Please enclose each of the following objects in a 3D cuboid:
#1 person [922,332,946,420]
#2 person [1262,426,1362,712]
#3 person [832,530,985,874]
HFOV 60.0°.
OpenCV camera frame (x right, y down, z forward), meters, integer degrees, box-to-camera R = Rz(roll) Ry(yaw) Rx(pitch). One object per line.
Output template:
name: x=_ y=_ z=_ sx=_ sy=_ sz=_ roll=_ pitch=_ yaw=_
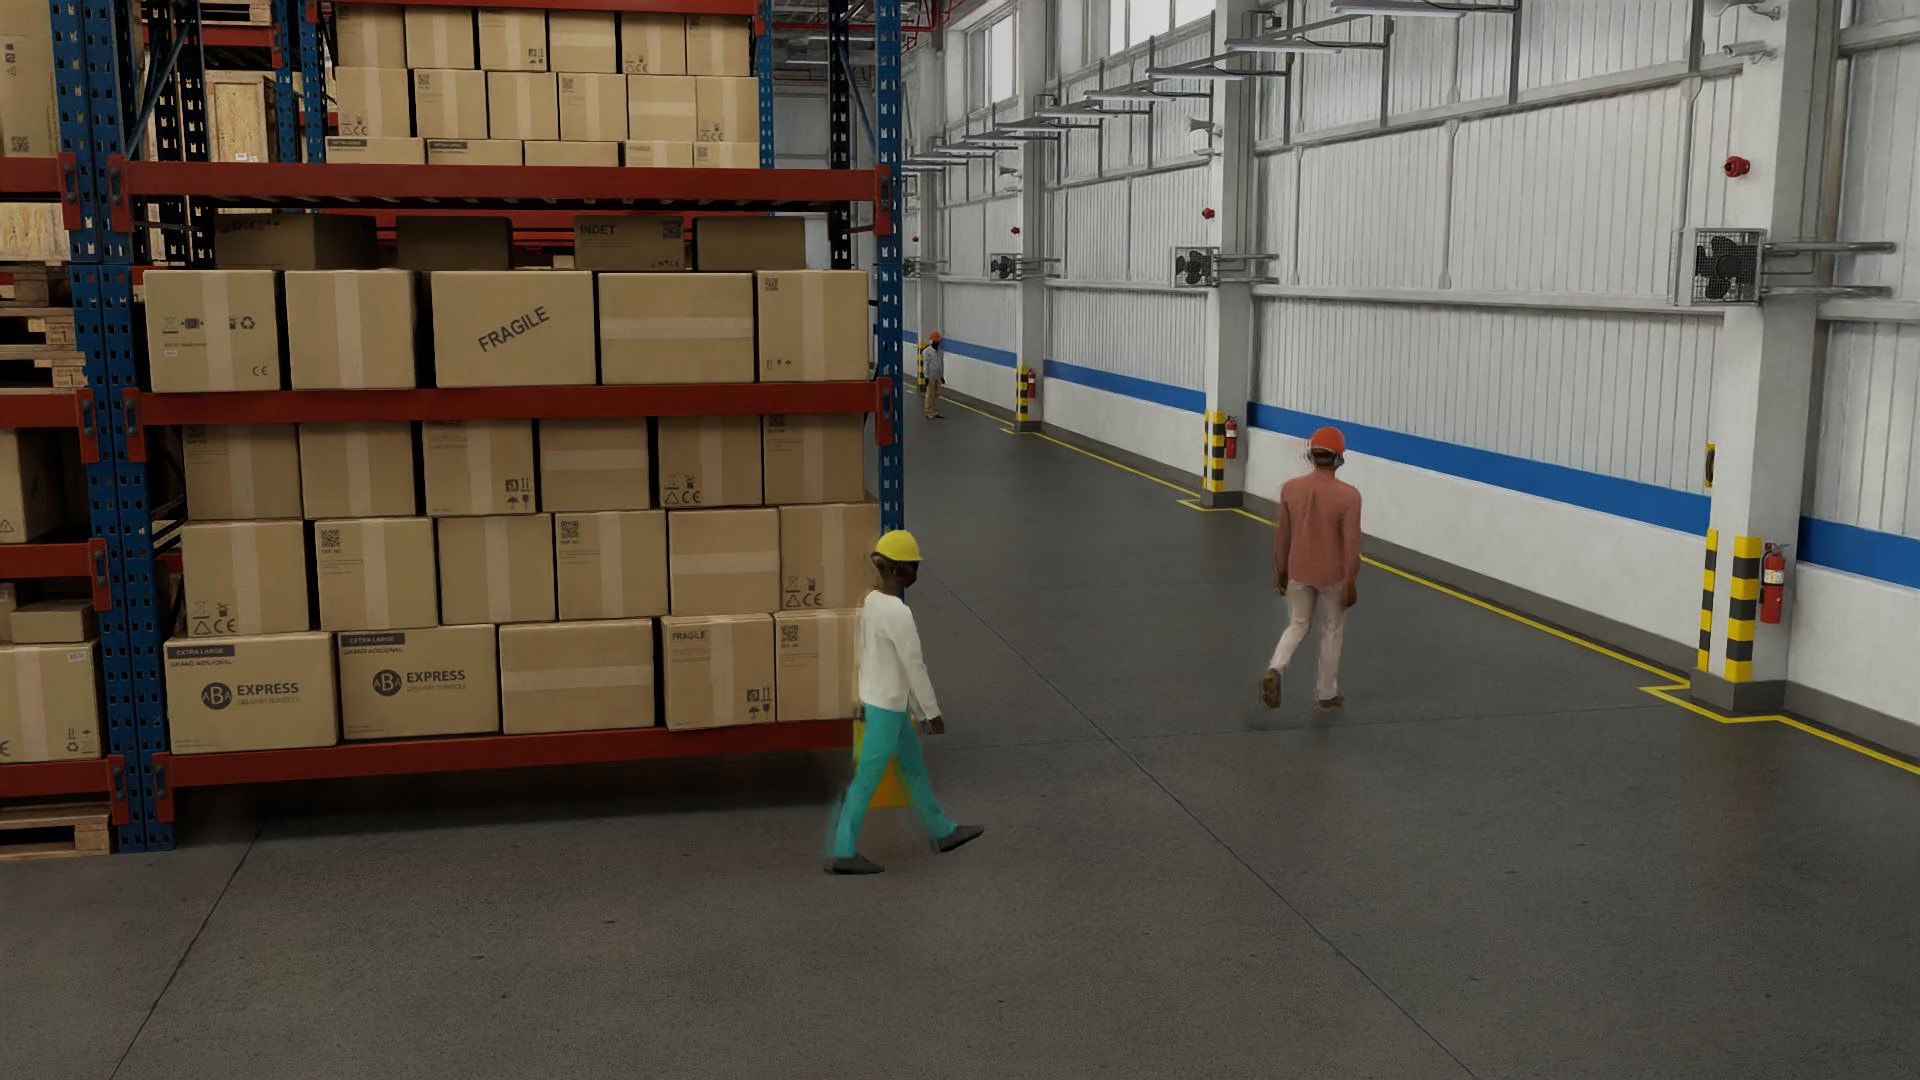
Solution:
person: x=-0.503 y=-3.278 z=33.226 sx=0.354 sy=1.745 sz=0.589 roll=8 pitch=12 yaw=39
person: x=2.373 y=0.223 z=11.201 sx=0.623 sy=1.975 sz=0.716 roll=8 pitch=12 yaw=40
person: x=-0.265 y=0.814 z=8.365 sx=0.887 sy=1.716 sz=0.550 roll=-3 pitch=10 yaw=-15
